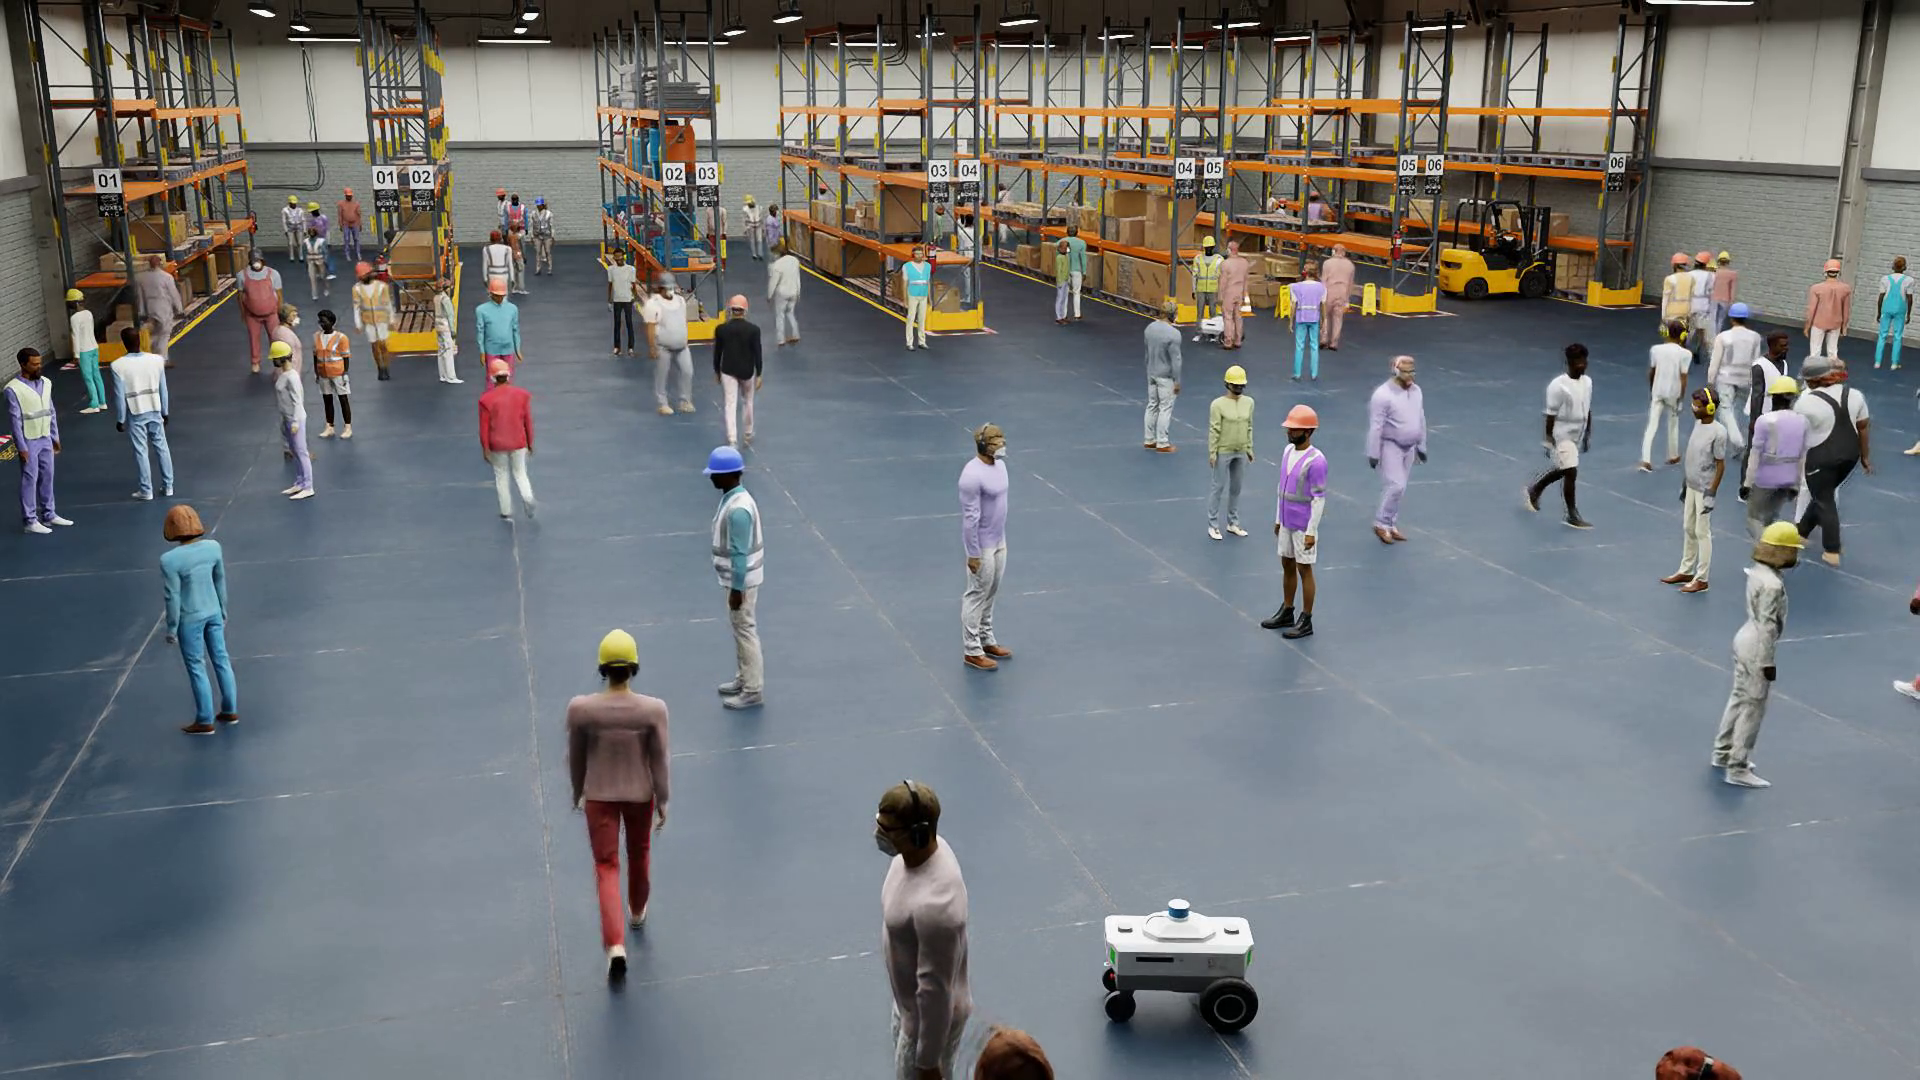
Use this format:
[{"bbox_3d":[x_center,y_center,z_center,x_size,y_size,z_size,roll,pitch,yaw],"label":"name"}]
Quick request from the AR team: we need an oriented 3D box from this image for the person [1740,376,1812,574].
[{"bbox_3d":[7.485,-0.543,15.270,0.637,1.891,0.588,-4,15,-13],"label":"person"}]

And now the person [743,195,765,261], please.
[{"bbox_3d":[-5.618,-8.506,45.448,0.608,1.776,0.902,-3,15,-12],"label":"person"}]

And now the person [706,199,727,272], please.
[{"bbox_3d":[-6.257,-7.875,42.669,0.614,1.988,0.396,7,16,25],"label":"person"}]

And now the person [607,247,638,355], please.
[{"bbox_3d":[-5.843,-4.130,28.806,0.521,1.870,0.319,0,15,0],"label":"person"}]

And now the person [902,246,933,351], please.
[{"bbox_3d":[-0.762,-4.279,29.417,0.572,1.841,0.373,-9,17,-31],"label":"person"}]

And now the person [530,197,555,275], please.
[{"bbox_3d":[-10.515,-7.641,41.866,0.613,1.945,0.406,0,15,-2],"label":"person"}]

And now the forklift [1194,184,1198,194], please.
[{"bbox_3d":[7.392,-11.333,53.972,1.873,2.768,1.129,-4,15,-15],"label":"forklift"}]

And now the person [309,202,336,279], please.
[{"bbox_3d":[-15.735,-7.370,40.951,0.611,1.899,0.479,7,17,26],"label":"person"}]

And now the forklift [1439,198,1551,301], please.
[{"bbox_3d":[11.913,-6.508,37.130,2.313,2.155,1.214,-4,15,-15],"label":"forklift"}]

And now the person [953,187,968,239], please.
[{"bbox_3d":[0.021,-9.473,48.974,0.430,1.841,0.624,-3,15,-13],"label":"person"}]

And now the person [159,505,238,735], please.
[{"bbox_3d":[-5.335,0.554,11.631,0.266,1.631,0.507,7,16,23],"label":"person"}]

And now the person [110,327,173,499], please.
[{"bbox_3d":[-9.063,-1.402,18.457,0.391,1.914,0.587,12,19,37],"label":"person"}]

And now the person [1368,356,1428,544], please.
[{"bbox_3d":[4.411,-0.896,16.611,0.647,1.891,0.507,-11,18,-36],"label":"person"}]

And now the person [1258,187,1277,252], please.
[{"bbox_3d":[8.810,-9.213,47.822,0.372,1.928,0.584,-14,20,-42],"label":"person"}]

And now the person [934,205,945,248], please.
[{"bbox_3d":[-0.540,-8.016,43.904,0.288,1.627,0.497,-2,15,-9],"label":"person"}]

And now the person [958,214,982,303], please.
[{"bbox_3d":[0.223,-6.141,36.277,0.587,1.920,0.390,-9,17,-29],"label":"person"}]

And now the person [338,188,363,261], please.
[{"bbox_3d":[-16.687,-8.637,45.551,0.613,1.986,0.406,-8,17,-28],"label":"person"}]

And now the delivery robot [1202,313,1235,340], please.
[{"bbox_3d":[4.753,-3.890,30.233,0.707,0.478,0.477,13,20,39],"label":"delivery robot"}]

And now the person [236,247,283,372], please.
[{"bbox_3d":[-11.350,-3.741,27.016,0.685,2.000,0.535,-5,16,-20],"label":"person"}]

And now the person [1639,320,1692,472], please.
[{"bbox_3d":[8.443,-1.728,19.885,0.509,1.823,1.009,12,19,38],"label":"person"}]

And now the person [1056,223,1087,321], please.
[{"bbox_3d":[2.224,-5.351,33.266,0.633,1.938,0.356,5,16,17],"label":"person"}]

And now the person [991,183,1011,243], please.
[{"bbox_3d":[1.212,-10.144,51.584,0.653,1.788,0.972,-12,19,-37],"label":"person"}]

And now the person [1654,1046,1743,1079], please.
[{"bbox_3d":[1.940,2.277,4.665,0.356,1.887,0.572,8,17,27],"label":"person"}]

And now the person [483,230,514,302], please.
[{"bbox_3d":[-9.096,-5.183,32.801,0.593,1.856,0.742,-5,16,-18],"label":"person"}]

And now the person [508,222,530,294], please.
[{"bbox_3d":[-10.061,-6.413,37.854,0.518,1.632,0.311,10,18,33],"label":"person"}]

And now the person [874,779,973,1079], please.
[{"bbox_3d":[-0.137,1.812,6.340,0.364,1.931,0.634,-2,15,-7],"label":"person"}]

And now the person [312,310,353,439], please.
[{"bbox_3d":[-8.214,-2.168,21.754,0.535,1.697,0.318,3,15,12],"label":"person"}]

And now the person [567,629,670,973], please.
[{"bbox_3d":[-1.745,1.319,8.564,0.519,1.733,0.865,-3,15,-13],"label":"person"}]

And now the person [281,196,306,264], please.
[{"bbox_3d":[-17.934,-8.362,44.831,0.600,1.819,0.403,-10,18,-33],"label":"person"}]

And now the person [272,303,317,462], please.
[{"bbox_3d":[-8.219,-1.935,20.420,0.372,1.936,0.629,-9,17,-30],"label":"person"}]

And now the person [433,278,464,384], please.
[{"bbox_3d":[-8.036,-3.263,25.991,0.310,1.637,0.514,-13,20,-40],"label":"person"}]

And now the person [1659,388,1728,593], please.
[{"bbox_3d":[6.644,-0.449,14.969,0.327,1.865,0.521,-1,15,-5],"label":"person"}]

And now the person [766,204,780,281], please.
[{"bbox_3d":[-4.414,-6.992,39.441,0.359,1.938,0.635,1,15,5],"label":"person"}]

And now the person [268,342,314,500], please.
[{"bbox_3d":[-7.447,-1.333,18.494,0.327,1.760,0.523,-10,18,-32],"label":"person"}]

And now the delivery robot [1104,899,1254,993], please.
[{"bbox_3d":[1.058,1.992,8.108,0.707,0.478,0.477,0,15,2],"label":"delivery robot"}]

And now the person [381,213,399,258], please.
[{"bbox_3d":[-14.983,-8.214,44.008,0.611,1.964,0.952,-3,15,-11],"label":"person"}]

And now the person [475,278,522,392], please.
[{"bbox_3d":[-6.306,-2.593,22.799,0.608,1.987,0.388,-11,18,-35],"label":"person"}]

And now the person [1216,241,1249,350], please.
[{"bbox_3d":[4.805,-4.334,29.506,0.651,1.904,0.403,-11,18,-35],"label":"person"}]
